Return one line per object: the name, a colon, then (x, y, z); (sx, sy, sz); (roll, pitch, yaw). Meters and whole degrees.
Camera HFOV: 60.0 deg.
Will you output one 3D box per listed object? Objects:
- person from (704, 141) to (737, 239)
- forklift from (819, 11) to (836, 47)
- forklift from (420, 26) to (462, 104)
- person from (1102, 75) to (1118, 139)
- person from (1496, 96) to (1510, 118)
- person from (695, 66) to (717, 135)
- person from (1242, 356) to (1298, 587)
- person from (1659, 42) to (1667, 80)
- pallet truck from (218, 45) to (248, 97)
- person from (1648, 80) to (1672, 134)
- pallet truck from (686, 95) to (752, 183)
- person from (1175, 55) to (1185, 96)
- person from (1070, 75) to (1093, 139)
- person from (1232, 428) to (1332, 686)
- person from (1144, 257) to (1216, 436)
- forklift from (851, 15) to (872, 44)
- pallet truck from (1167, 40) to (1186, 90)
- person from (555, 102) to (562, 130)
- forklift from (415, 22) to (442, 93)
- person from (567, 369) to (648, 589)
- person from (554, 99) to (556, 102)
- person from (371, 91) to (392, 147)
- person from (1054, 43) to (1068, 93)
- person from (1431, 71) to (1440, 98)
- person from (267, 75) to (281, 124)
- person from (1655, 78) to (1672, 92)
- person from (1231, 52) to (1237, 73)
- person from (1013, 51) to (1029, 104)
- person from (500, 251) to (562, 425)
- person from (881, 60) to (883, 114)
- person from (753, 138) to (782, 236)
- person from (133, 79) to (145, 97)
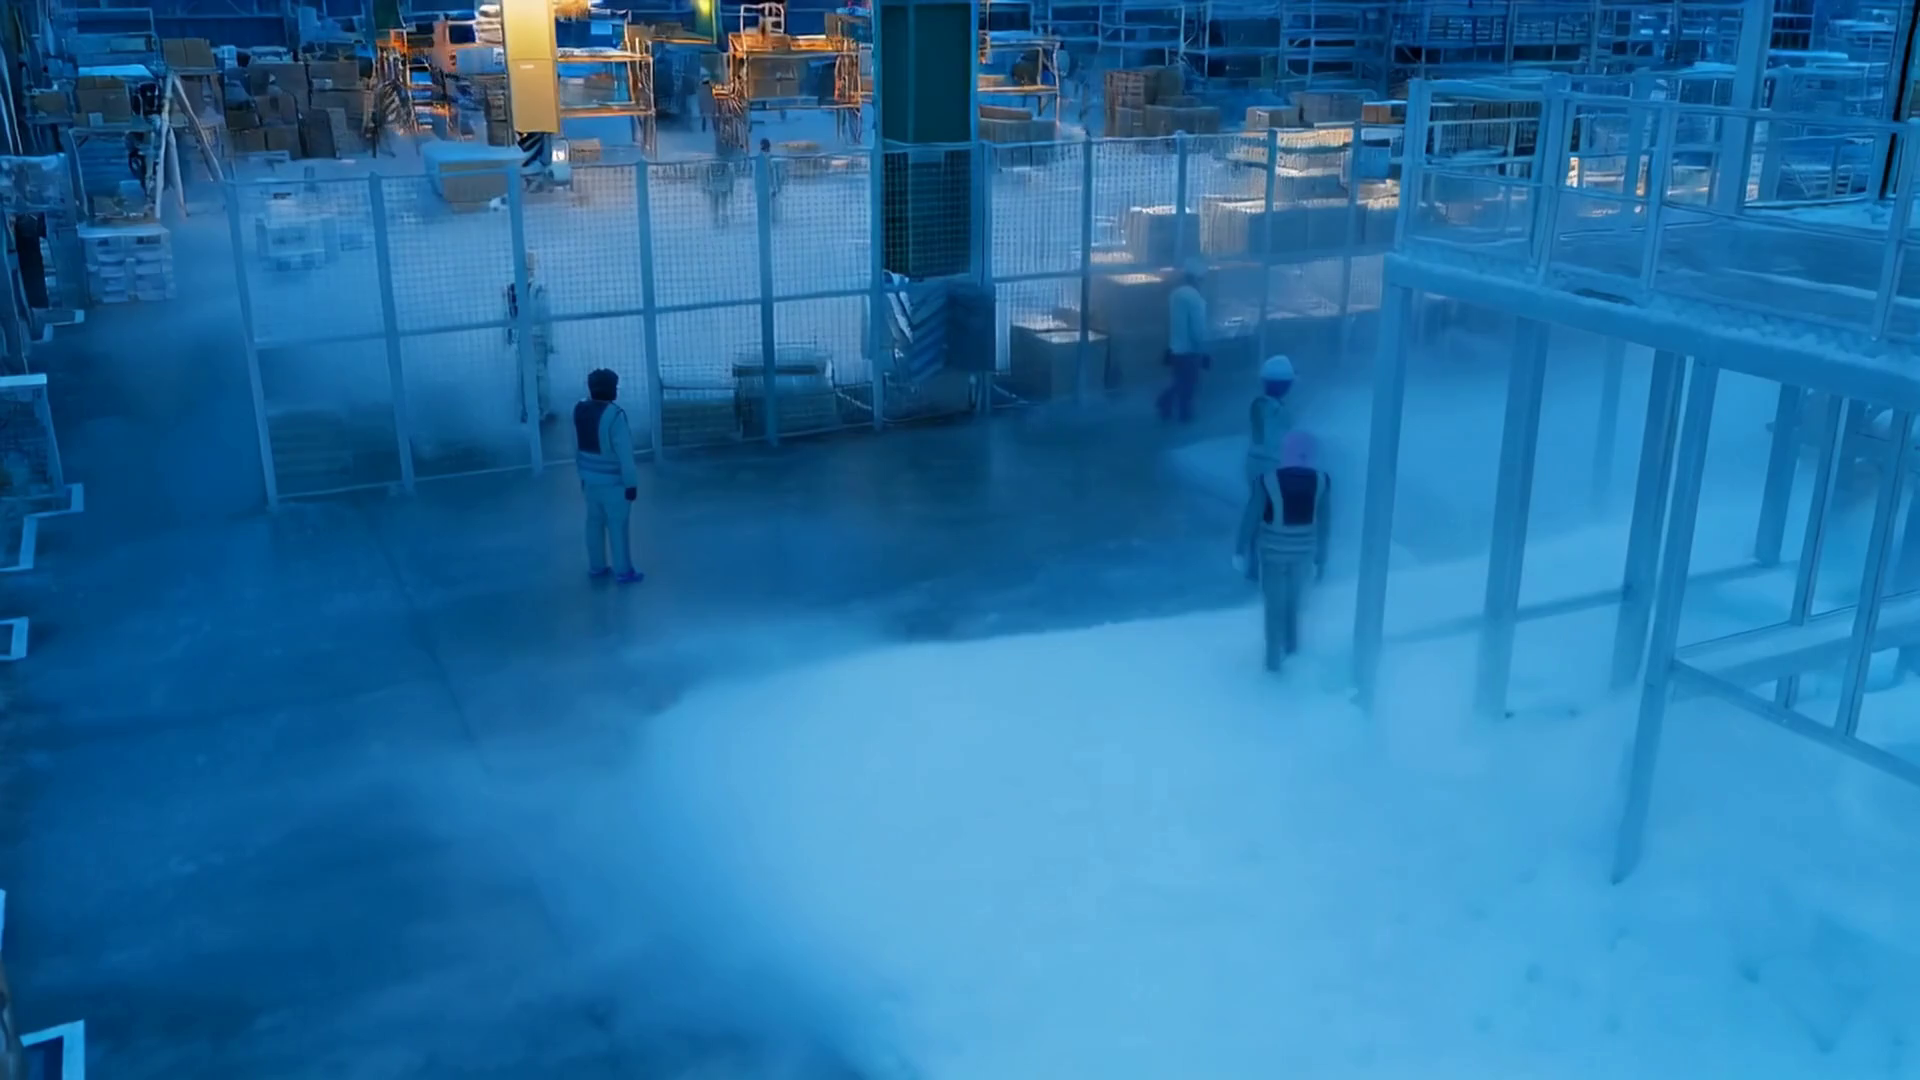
person: (-4.549, -6.693, 31.699); (0.627, 1.807, 0.869); (-2, 19, -6)
forklift: (-6.474, -24.921, 82.911); (1.873, 2.768, 1.129); (-9, 21, -25)
forklift: (-19.640, -17.761, 62.156); (1.873, 2.768, 1.129); (-5, 20, -13)
person: (4.503, -12.976, 49.832); (0.504, 1.860, 0.340); (14, 23, 35)
person: (14.045, -10.648, 43.044); (1.013, 1.893, 0.557); (-2, 19, -6)
person: (-7.786, -13.462, 50.962); (0.684, 2.000, 0.538); (2, 19, 5)
person: (2.567, -0.564, 13.729); (0.355, 1.938, 0.545); (-5, 20, -15)
person: (32.264, -21.915, 76.057); (0.527, 1.654, 0.873); (15, 24, 38)
pallet truck: (-28.879, -18.665, 66.111); (0.823, 1.965, 1.885); (-3, 19, -9)
person: (19.786, -12.002, 46.936); (0.576, 1.902, 0.866); (1, 19, 2)
pallet truck: (-5.836, -9.608, 39.856); (0.823, 1.965, 1.885); (10, 22, 27)
person: (8.449, -17.880, 64.295); (0.553, 1.682, 0.370); (-17, 25, -40)
person: (3.625, -12.842, 49.428); (0.817, 1.855, 0.671); (-6, 20, -17)
person: (2.294, 0.107, 11.880); (0.616, 1.868, 0.521); (-4, 19, -12)
person: (2.428, -2.112, 18.209); (0.999, 1.956, 0.638); (-9, 21, -23)
forklift: (-4.485, -22.557, 76.058); (1.129, 2.768, 1.873); (-9, 21, -25)
pallet truck: (9.045, -19.971, 69.895); (0.823, 1.965, 1.885); (-3, 19, -8)
person: (-10.674, -10.704, 43.161); (0.597, 1.907, 0.638); (10, 21, 26)
forklift: (-21.387, -19.546, 67.330); (1.129, 2.768, 1.873); (13, 23, 33)
person: (-2.902, -0.505, 13.712); (0.619, 1.840, 0.430); (13, 23, 32)
person: (-11.894, -12.225, 47.614); (0.637, 1.900, 0.997); (8, 20, 21)
person: (-16.601, -12.103, 47.538); (0.463, 1.685, 0.535); (10, 21, 27)
person: (4.114, -19.198, 67.657); (0.610, 1.996, 0.386); (6, 20, 18)
person: (15.777, -14.848, 55.607); (0.536, 1.624, 0.366); (5, 20, 14)
person: (-20.029, -12.696, 48.943); (0.755, 1.906, 0.588); (8, 21, 21)
person: (23.364, -14.711, 55.272); (0.872, 1.586, 0.503); (-13, 23, -34)
person: (12.685, -21.876, 75.765); (0.931, 1.780, 0.666); (-4, 19, -11)
person: (2.305, -17.400, 62.586); (0.638, 1.910, 0.896); (-2, 19, -6)
person: (-4.805, -2.252, 18.603); (0.605, 1.951, 0.383); (6, 20, 16)
person: (-2.564, -15.760, 57.812); (0.632, 1.913, 0.765); (-9, 21, -25)
person: (-3.686, -6.738, 31.766); (0.551, 1.842, 0.728); (0, 19, 0)
person: (-25.342, -13.406, 51.423); (0.523, 1.631, 0.323); (6, 20, 18)
